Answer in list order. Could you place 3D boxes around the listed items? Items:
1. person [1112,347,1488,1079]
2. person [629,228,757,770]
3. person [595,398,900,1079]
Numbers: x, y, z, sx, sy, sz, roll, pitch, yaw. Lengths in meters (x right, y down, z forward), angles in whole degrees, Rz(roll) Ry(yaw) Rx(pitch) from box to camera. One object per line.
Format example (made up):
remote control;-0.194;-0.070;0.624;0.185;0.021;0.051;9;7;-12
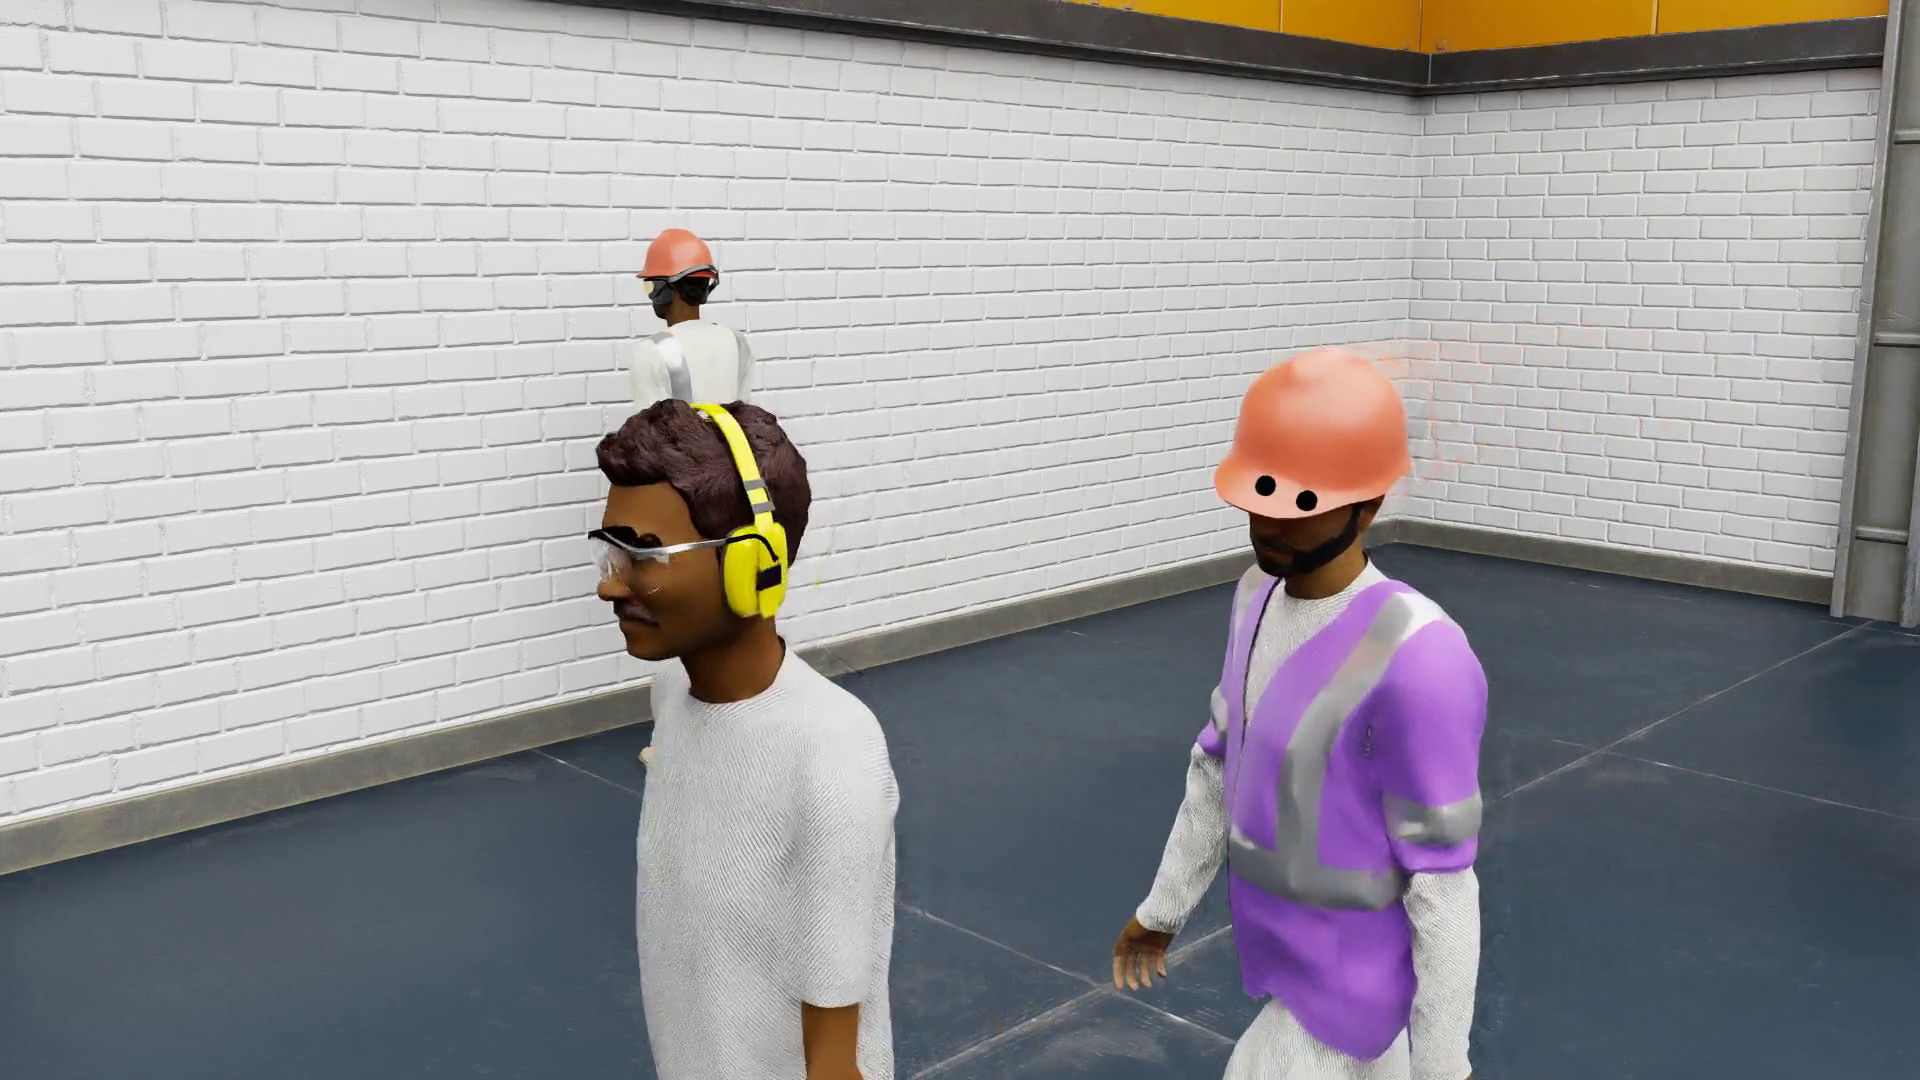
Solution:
person;0.516;0.641;2.537;0.997;1.870;0.585;-1;10;-7
person;-1.027;-0.132;6.254;0.378;2.045;0.605;7;12;32
person;-0.330;0.769;1.883;0.735;1.841;0.566;-7;13;-34
